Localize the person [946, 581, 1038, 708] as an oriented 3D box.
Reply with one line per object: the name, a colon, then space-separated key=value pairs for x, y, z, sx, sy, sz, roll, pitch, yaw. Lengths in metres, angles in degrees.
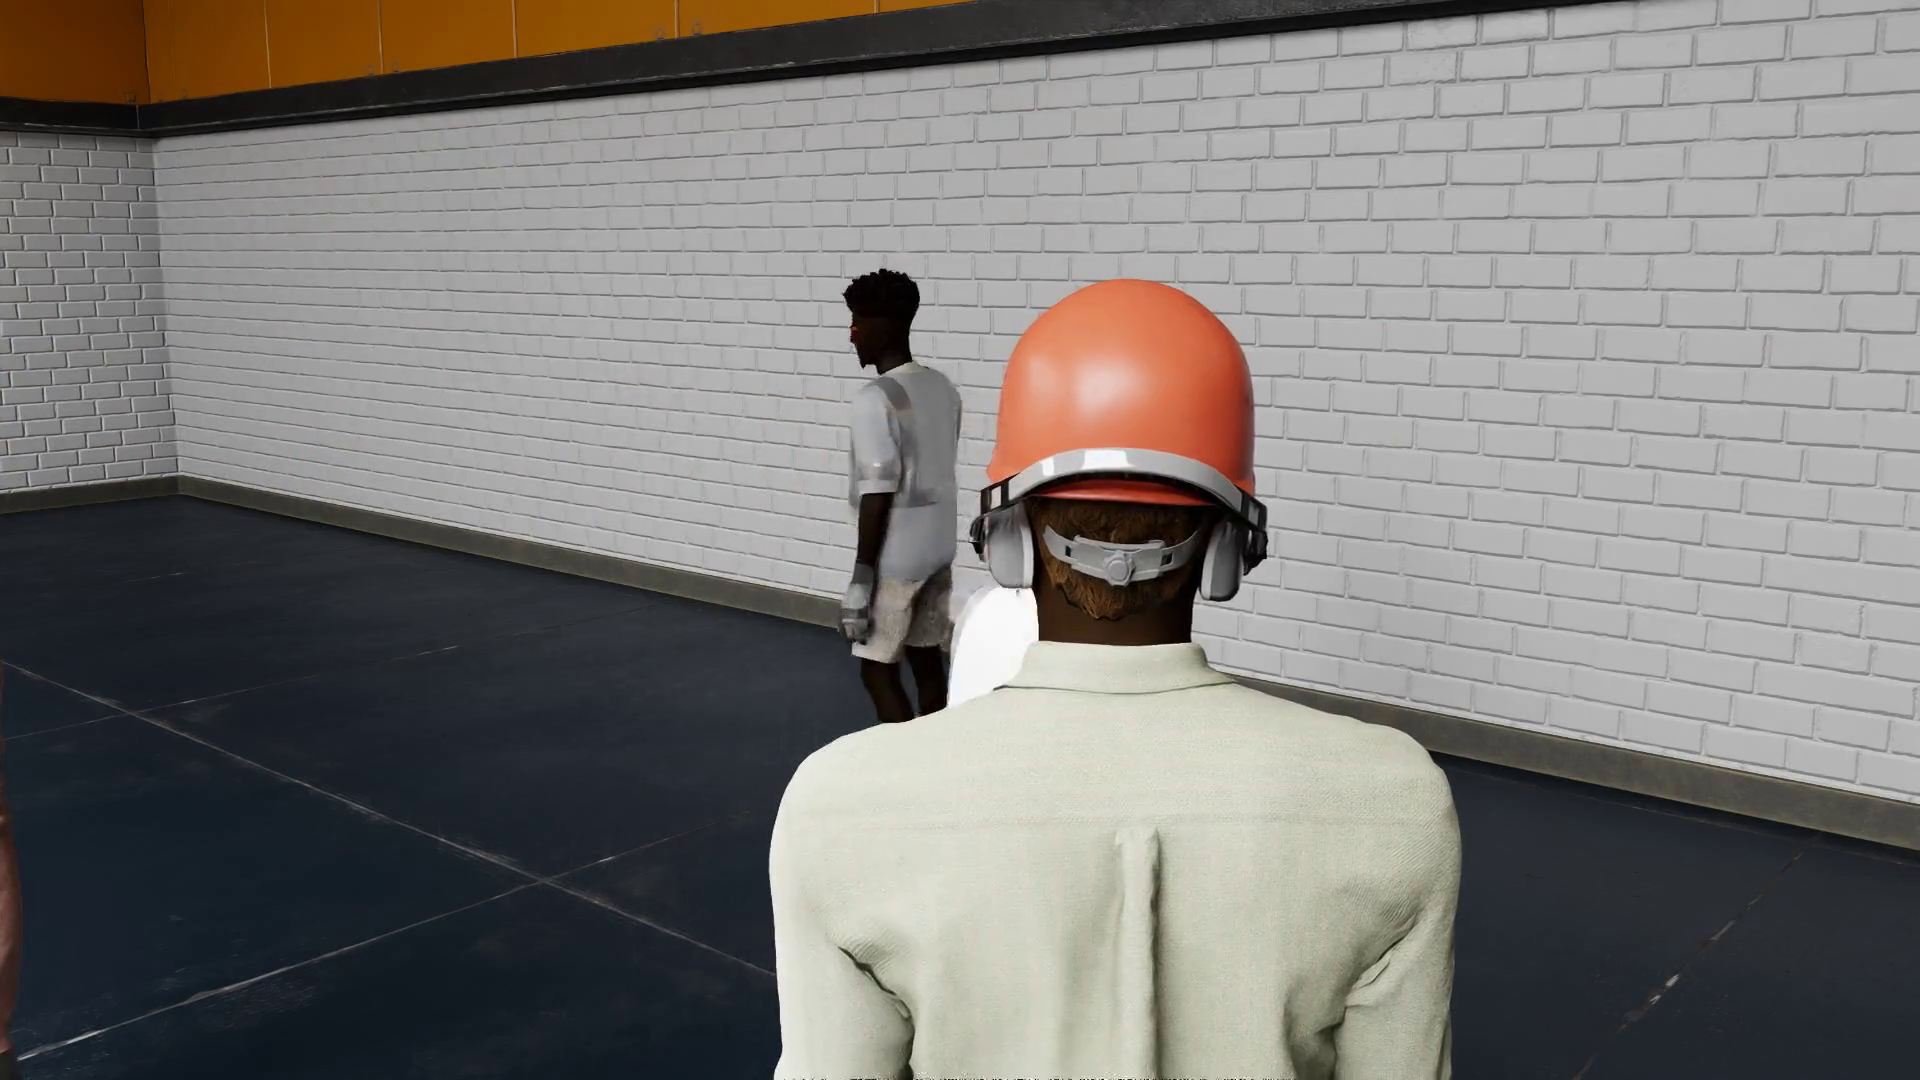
person: x=0.053 y=0.707 z=2.300 sx=0.879 sy=1.853 sz=0.598 roll=-5 pitch=11 yaw=-25

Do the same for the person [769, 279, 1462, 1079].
person: x=0.136 y=0.768 z=1.539 sx=0.613 sy=1.994 sz=0.382 roll=-1 pitch=10 yaw=-4

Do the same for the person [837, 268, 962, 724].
person: x=-0.191 y=0.060 z=5.743 sx=0.367 sy=1.950 sz=0.715 roll=5 pitch=11 yaw=28
